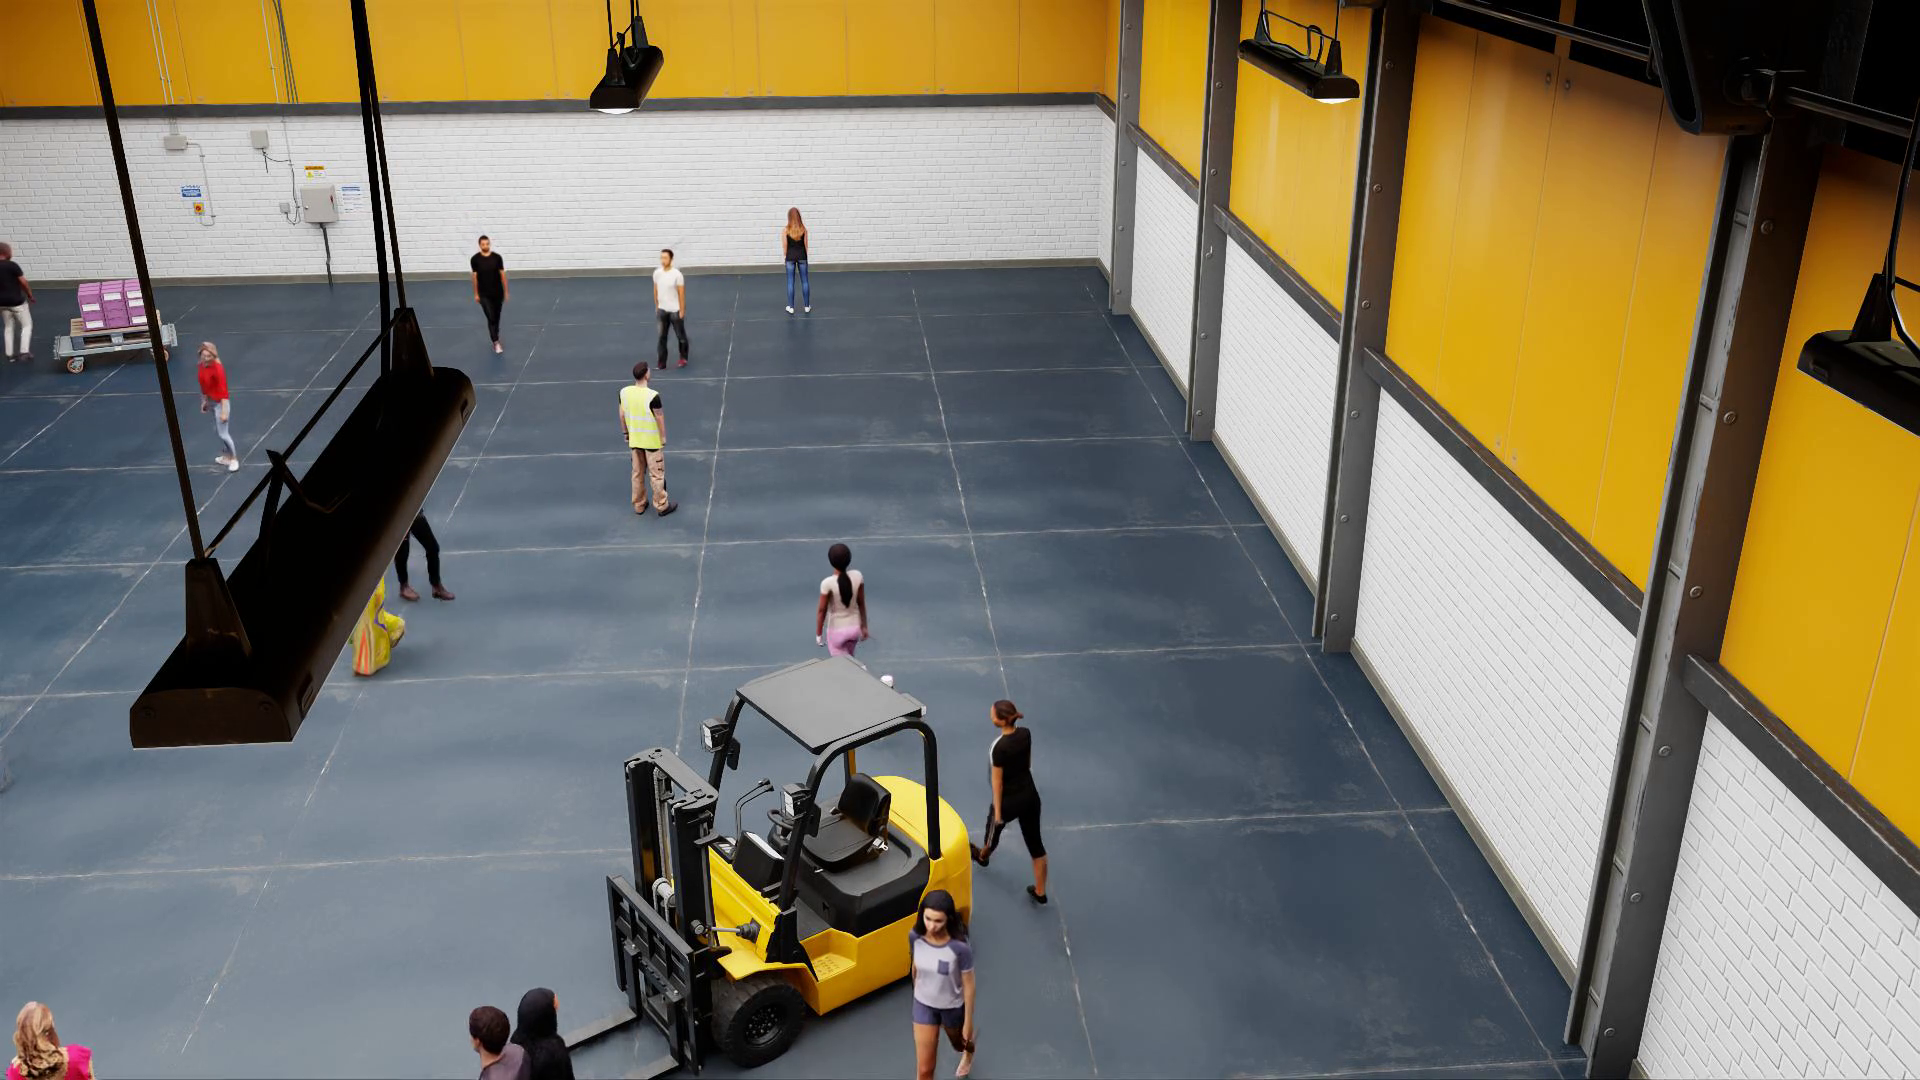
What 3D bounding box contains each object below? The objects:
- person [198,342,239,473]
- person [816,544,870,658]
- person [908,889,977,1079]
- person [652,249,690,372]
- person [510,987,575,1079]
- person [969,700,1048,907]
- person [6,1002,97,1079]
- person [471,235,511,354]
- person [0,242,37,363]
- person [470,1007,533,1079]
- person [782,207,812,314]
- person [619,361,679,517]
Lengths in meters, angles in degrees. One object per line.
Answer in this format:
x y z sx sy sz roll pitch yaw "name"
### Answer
-9.131 -1.660 20.444 0.872 1.682 0.773 -16 28 -32 "person"
-0.980 0.856 14.627 0.720 1.732 0.747 -14 27 -30 "person"
-0.082 2.816 10.191 0.901 1.695 1.194 7 25 17 "person"
-4.170 -3.372 24.249 0.910 1.773 1.129 6 24 13 "person"
-2.375 3.224 9.352 0.904 1.619 0.956 20 31 38 "person"
0.454 1.961 12.242 1.002 1.618 1.190 -16 28 -32 "person"
-4.846 3.306 9.063 0.727 1.700 0.998 -9 25 -19 "person"
-7.106 -3.741 25.162 0.919 1.717 1.216 -11 26 -23 "person"
-13.926 -3.458 24.438 0.751 1.778 0.826 -1 24 -1 "person"
-2.312 3.324 8.911 0.849 1.788 1.134 0 24 0 "person"
-2.656 -4.557 27.020 0.621 1.724 0.572 -5 24 -12 "person"
-3.609 -1.170 19.121 0.821 1.845 0.845 8 25 17 "person"
